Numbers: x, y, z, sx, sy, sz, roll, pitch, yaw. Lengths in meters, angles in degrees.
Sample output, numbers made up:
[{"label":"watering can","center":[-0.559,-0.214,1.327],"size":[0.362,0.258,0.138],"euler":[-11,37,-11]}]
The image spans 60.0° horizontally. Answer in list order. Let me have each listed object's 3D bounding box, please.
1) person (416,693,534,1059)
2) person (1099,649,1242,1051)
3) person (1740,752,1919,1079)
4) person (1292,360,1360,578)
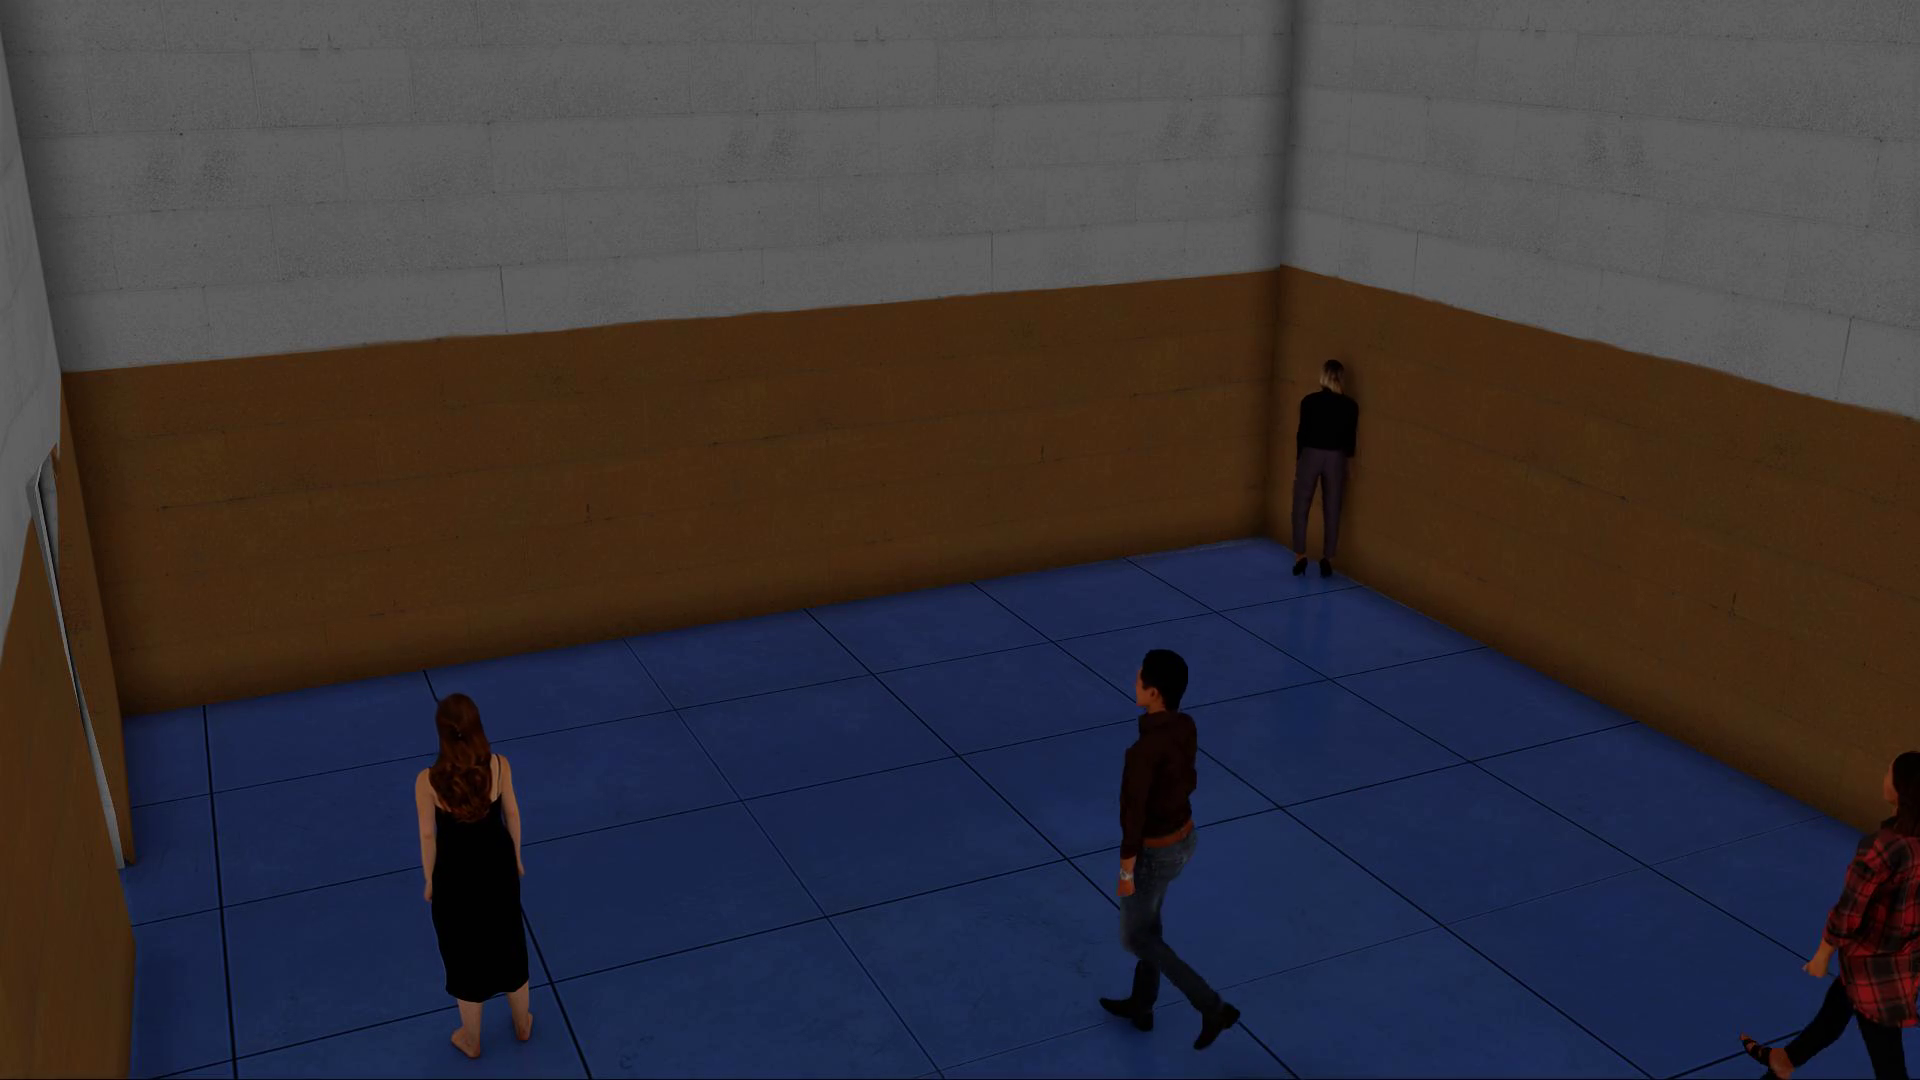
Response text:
[{"label":"person","center":[-2.005,1.384,6.872],"size":[0.527,1.626,0.639],"euler":[-11,21,-28]},{"label":"person","center":[0.893,1.313,6.865],"size":[0.996,1.766,0.989],"euler":[11,22,30]},{"label":"person","center":[3.471,1.615,6.131],"size":[0.994,1.662,0.739],"euler":[-10,21,-28]},{"label":"person","center":[2.711,-0.516,12.457],"size":[0.685,1.659,0.777],"euler":[2,19,6]}]
